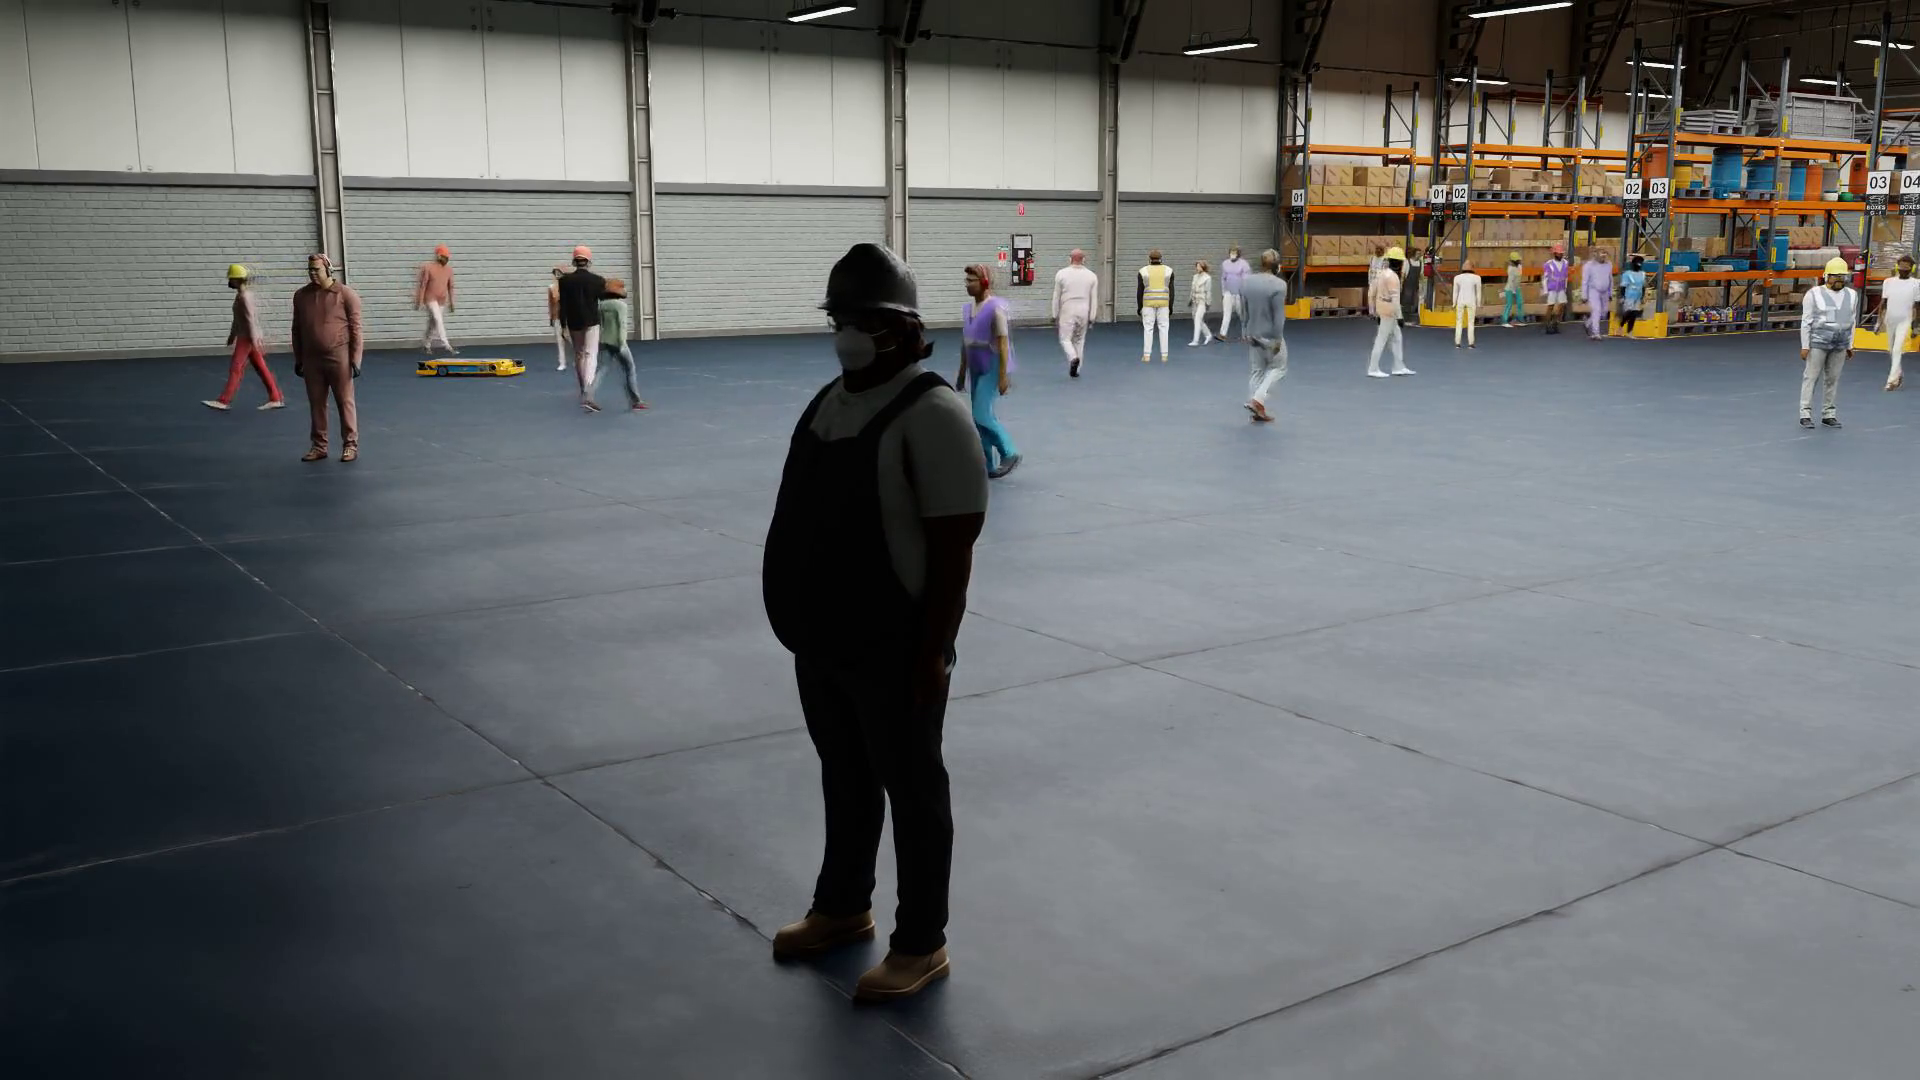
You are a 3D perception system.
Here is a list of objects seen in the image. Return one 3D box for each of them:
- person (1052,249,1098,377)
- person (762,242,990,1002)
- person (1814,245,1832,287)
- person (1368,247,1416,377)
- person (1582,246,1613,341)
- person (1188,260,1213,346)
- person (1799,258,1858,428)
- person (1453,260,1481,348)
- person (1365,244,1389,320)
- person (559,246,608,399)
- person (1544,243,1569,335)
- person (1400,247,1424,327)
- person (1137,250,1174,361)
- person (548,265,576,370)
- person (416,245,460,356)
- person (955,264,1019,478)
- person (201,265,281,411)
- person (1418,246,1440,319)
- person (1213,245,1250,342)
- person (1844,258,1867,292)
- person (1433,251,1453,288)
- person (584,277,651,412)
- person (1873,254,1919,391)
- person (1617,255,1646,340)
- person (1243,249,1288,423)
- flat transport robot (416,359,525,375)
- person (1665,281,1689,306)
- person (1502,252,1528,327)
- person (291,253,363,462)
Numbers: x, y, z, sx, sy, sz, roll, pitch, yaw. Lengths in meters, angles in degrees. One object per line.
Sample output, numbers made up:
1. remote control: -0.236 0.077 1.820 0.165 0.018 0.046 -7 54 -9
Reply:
1. person: 1.684 -3.294 24.246 0.653 1.884 0.694 -2 11 -12
2. person: -0.273 0.222 4.542 0.537 2.000 0.682 -9 13 -39
3. person: 23.772 -7.206 45.832 0.971 1.846 0.587 -7 12 -32
4. person: 6.398 -3.320 24.345 0.849 1.890 0.606 1 10 3
5. person: 12.646 -4.901 33.053 0.640 1.880 0.646 -4 11 -19
6. person: 4.586 -4.505 31.611 0.650 1.617 0.533 -5 11 -25
7. person: 9.362 -2.114 17.916 0.591 1.833 0.404 0 10 -2
8. person: 9.380 -4.361 30.783 0.507 1.631 0.264 5 12 27
9. person: 10.307 -6.380 41.201 0.606 1.865 0.644 10 14 43
10. person: -4.763 -2.759 21.149 0.636 1.952 1.017 -1 10 -8
11. person: 12.522 -5.257 34.910 0.591 1.914 0.557 -2 10 -9
12. person: 10.344 -5.741 37.873 0.534 1.802 0.884 -3 11 -15
13. person: 3.235 -3.872 27.552 0.622 1.838 0.429 0 10 0
14. person: -6.104 -3.437 25.743 0.542 1.620 0.424 2 11 11
15. person: -9.138 -4.158 28.929 1.052 1.918 0.654 6 12 30
16. person: 0.212 -1.404 14.040 0.431 1.834 0.572 -5 11 -26
17. person: -8.535 -2.377 19.671 0.900 1.724 0.532 -4 11 -22
18. person: 11.680 -6.420 41.497 0.633 1.841 0.429 6 12 31
19. person: 5.376 -4.819 32.616 0.645 1.877 0.990 9 14 41
20. person: 18.680 -5.064 34.702 0.572 1.606 0.494 -8 13 -37
21. person: 11.701 -6.130 40.230 0.844 1.740 0.514 -8 13 -38
22. person: -4.105 -2.305 19.648 0.507 1.587 0.854 9 14 41
23. person: 12.711 -2.944 22.497 0.923 1.839 0.511 -9 14 -42
24. person: 13.506 -4.860 33.369 0.524 1.682 0.357 -4 11 -20
25. person: 3.354 -2.228 18.306 0.457 1.926 0.629 -8 13 -36
26. flat transport robot: -7.289 -2.585 24.784 1.431 0.197 0.652 1 10 4
27. person: 16.375 -5.671 38.050 0.835 1.603 0.524 -6 12 -31
28. person: 12.575 -5.638 37.578 0.587 1.707 0.742 -6 12 -30
29. person: -5.808 -1.663 15.242 0.651 1.906 0.402 1 10 5
